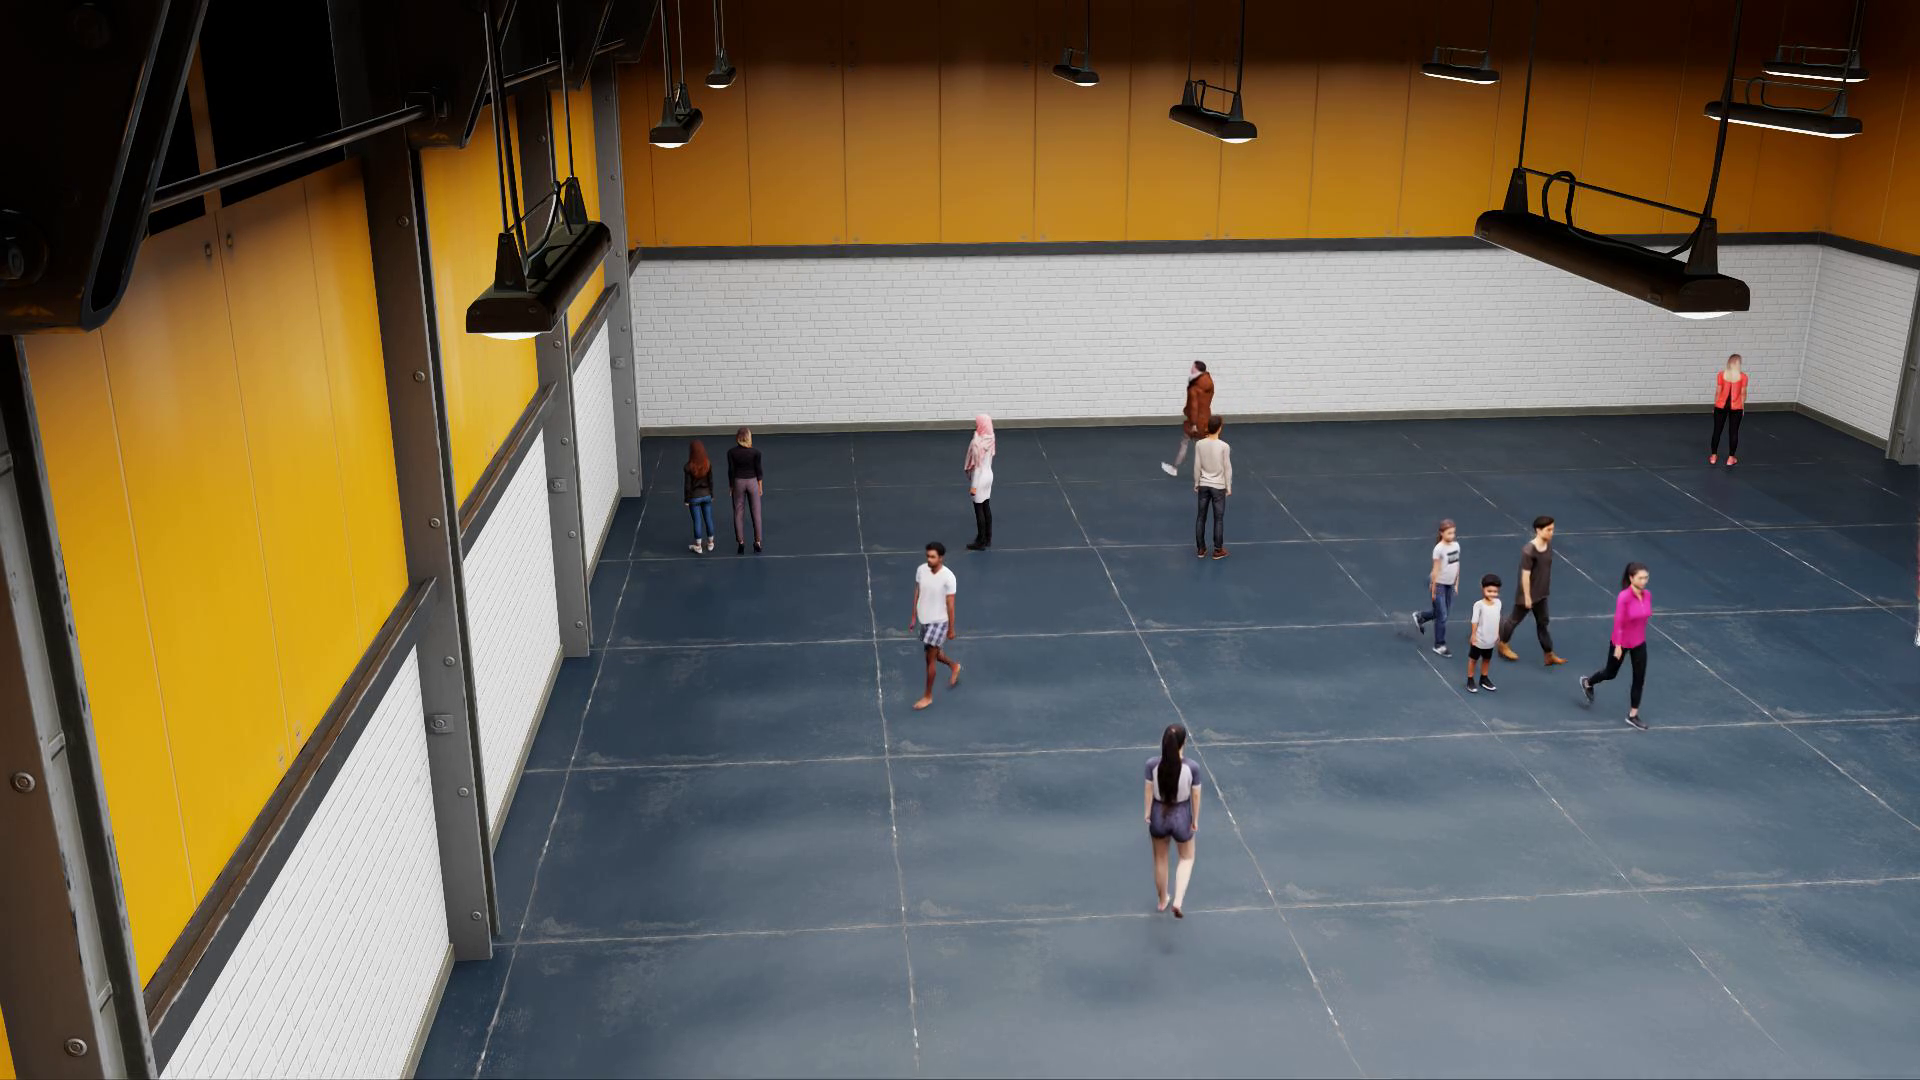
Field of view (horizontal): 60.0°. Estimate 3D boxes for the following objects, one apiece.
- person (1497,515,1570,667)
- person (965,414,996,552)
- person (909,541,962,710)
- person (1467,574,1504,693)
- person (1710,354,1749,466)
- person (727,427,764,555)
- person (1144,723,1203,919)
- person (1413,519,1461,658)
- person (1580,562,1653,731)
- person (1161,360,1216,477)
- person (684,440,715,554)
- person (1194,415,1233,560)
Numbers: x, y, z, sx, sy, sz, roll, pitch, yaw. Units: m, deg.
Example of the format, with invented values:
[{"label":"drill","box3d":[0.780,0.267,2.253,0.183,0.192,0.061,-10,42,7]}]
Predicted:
[{"label":"person","box3d":[6.090,0.529,17.917,0.950,1.673,1.142,-12,22,-32]},{"label":"person","box3d":[0.286,-0.762,21.546,0.798,1.804,0.708,10,21,26]},{"label":"person","box3d":[-0.223,0.812,17.027,1.086,1.705,1.127,16,24,39]},{"label":"person","box3d":[5.466,0.954,17.308,0.514,1.257,0.513,-5,19,-13]},{"label":"person","box3d":[11.734,-2.001,25.397,0.680,1.694,0.718,12,22,31]},{"label":"person","box3d":[-2.756,-0.638,21.386,0.586,1.671,0.523,-2,19,-6]},{"label":"person","box3d":[1.642,2.223,12.942,0.716,1.638,0.826,4,19,11]},{"label":"person","box3d":[5.238,0.484,18.264,0.788,1.538,0.952,-13,23,-35]},{"label":"person","box3d":[6.552,1.005,16.509,0.769,1.670,1.109,-7,20,-20]},{"label":"person","box3d":[3.565,-1.690,24.324,1.210,1.790,1.118,17,25,41]},{"label":"person","box3d":[-3.359,-0.571,21.480,0.639,1.485,0.652,-12,22,-32]},{"label":"person","box3d":[3.212,-0.679,21.201,0.745,1.868,0.766,10,21,28]}]
